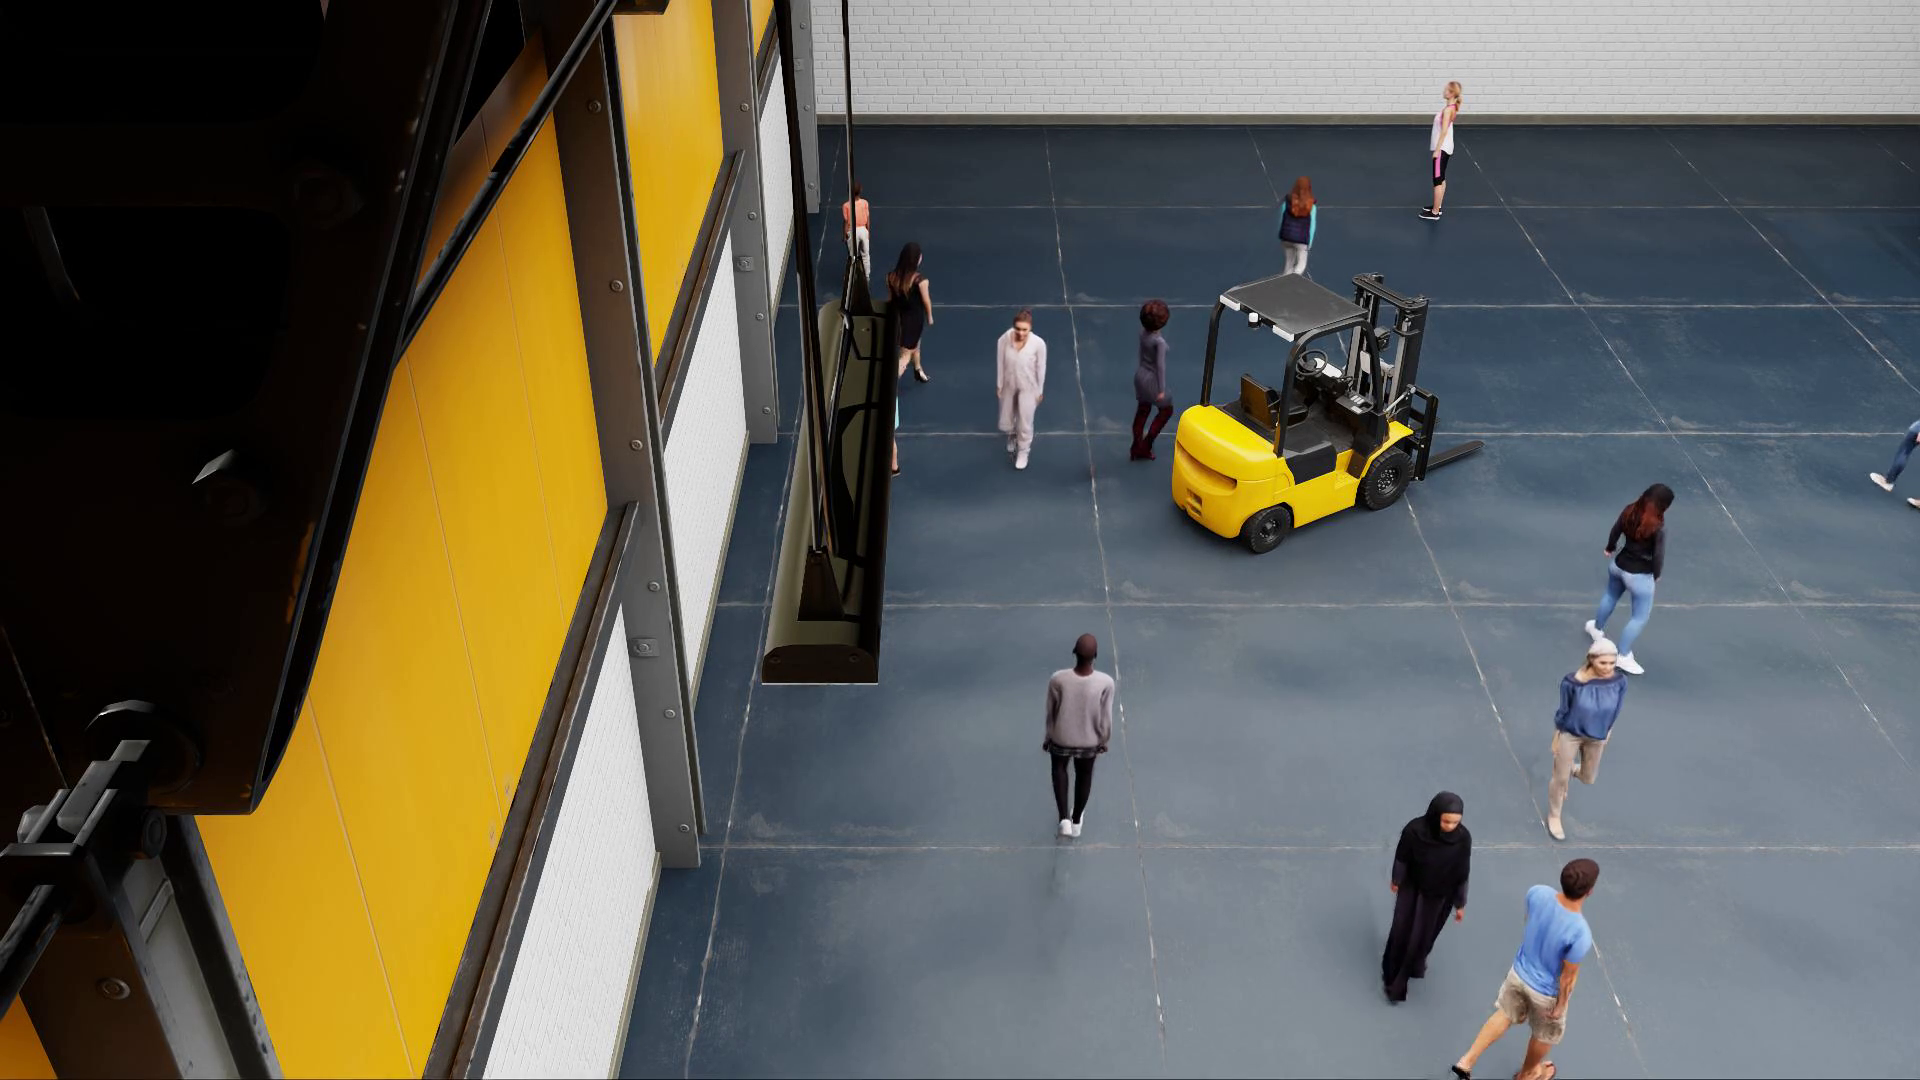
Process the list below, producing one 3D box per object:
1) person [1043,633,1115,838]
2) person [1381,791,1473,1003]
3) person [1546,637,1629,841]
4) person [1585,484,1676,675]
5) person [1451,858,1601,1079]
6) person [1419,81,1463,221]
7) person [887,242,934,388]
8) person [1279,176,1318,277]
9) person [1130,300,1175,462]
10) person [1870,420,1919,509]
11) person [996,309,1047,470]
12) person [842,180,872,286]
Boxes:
[{"bbox_3d":[0.812,1.442,11.635,0.660,1.763,0.764,2,34,3],"label":"person"},{"bbox_3d":[3.004,2.162,10.692,0.639,1.607,0.793,2,34,3],"label":"person"},{"bbox_3d":[4.383,1.344,11.851,0.603,1.687,0.769,0,34,0],"label":"person"},{"bbox_3d":[5.458,0.235,13.578,1.010,1.622,0.702,-19,38,-26],"label":"person"},{"bbox_3d":[3.351,2.619,9.794,0.981,1.840,1.034,-15,36,-21],"label":"person"},{"bbox_3d":[6.189,-4.997,21.302,0.746,1.786,0.618,17,37,23],"label":"person"},{"bbox_3d":[-0.588,-2.180,17.173,1.079,1.665,1.178,25,41,33],"label":"person"},{"bbox_3d":[3.867,-3.472,19.273,0.680,1.492,0.732,15,36,21],"label":"person"},{"bbox_3d":[1.776,-1.494,16.110,0.771,1.699,0.664,-15,36,-21],"label":"person"},{"bbox_3d":[9.099,-1.016,15.385,0.737,1.706,0.974,-8,34,-11],"label":"person"},{"bbox_3d":[0.596,-1.513,16.160,0.718,1.675,0.770,8,34,12],"label":"person"},{"bbox_3d":[-1.217,-3.630,19.674,0.548,1.311,0.559,-11,35,-16],"label":"person"}]
